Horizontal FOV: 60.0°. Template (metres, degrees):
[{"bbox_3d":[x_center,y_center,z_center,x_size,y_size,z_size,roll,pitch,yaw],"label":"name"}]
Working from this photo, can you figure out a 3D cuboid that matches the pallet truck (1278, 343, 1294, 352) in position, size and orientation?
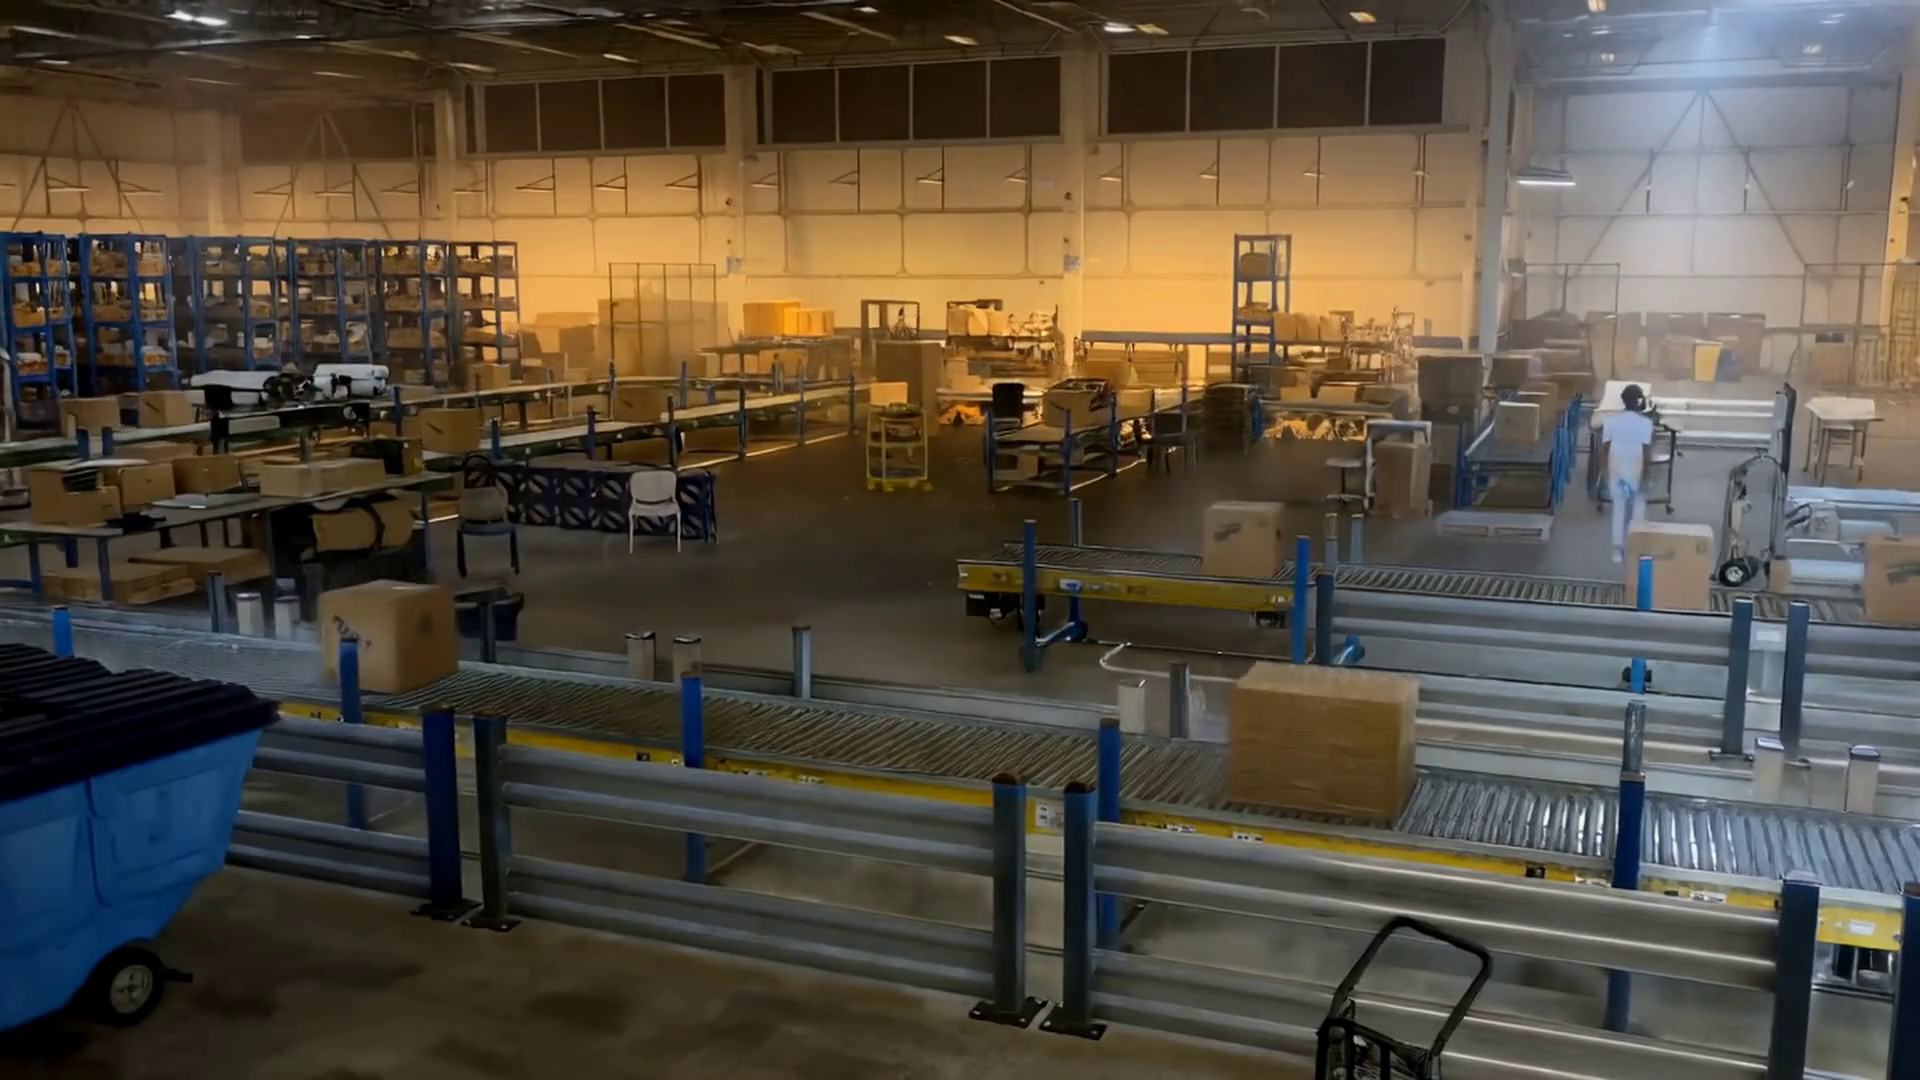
[{"bbox_3d":[7.886,-4.163,39.743,0.653,1.274,1.630,4,10,22],"label":"pallet truck"}]

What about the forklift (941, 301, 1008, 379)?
[{"bbox_3d":[0.365,-4.966,41.571,1.157,1.987,2.680,3,10,20],"label":"forklift"}]

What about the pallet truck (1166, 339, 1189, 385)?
[{"bbox_3d":[5.418,-4.269,40.420,0.704,1.261,1.522,3,10,20],"label":"pallet truck"}]

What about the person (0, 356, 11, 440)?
[{"bbox_3d":[-15.197,-2.214,26.107,0.654,1.906,0.406,4,10,22],"label":"person"}]

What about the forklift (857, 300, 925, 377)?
[{"bbox_3d":[-1.732,-5.109,42.468,1.157,1.987,2.680,4,10,22],"label":"forklift"}]

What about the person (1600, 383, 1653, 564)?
[{"bbox_3d":[6.756,-0.665,16.891,0.517,1.858,0.402,7,12,38],"label":"person"}]

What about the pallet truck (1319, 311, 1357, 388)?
[{"bbox_3d":[9.071,-4.419,39.190,0.823,1.965,1.885,5,10,26],"label":"pallet truck"}]

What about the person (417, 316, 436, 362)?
[{"bbox_3d":[-14.918,-5.631,46.600,0.643,1.976,0.619,9,13,42],"label":"person"}]

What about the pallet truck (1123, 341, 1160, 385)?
[{"bbox_3d":[4.445,-4.380,41.279,0.680,1.201,1.601,4,10,22],"label":"pallet truck"}]

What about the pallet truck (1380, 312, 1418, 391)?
[{"bbox_3d":[10.207,-4.283,38.369,0.823,1.965,1.885,3,10,20],"label":"pallet truck"}]
